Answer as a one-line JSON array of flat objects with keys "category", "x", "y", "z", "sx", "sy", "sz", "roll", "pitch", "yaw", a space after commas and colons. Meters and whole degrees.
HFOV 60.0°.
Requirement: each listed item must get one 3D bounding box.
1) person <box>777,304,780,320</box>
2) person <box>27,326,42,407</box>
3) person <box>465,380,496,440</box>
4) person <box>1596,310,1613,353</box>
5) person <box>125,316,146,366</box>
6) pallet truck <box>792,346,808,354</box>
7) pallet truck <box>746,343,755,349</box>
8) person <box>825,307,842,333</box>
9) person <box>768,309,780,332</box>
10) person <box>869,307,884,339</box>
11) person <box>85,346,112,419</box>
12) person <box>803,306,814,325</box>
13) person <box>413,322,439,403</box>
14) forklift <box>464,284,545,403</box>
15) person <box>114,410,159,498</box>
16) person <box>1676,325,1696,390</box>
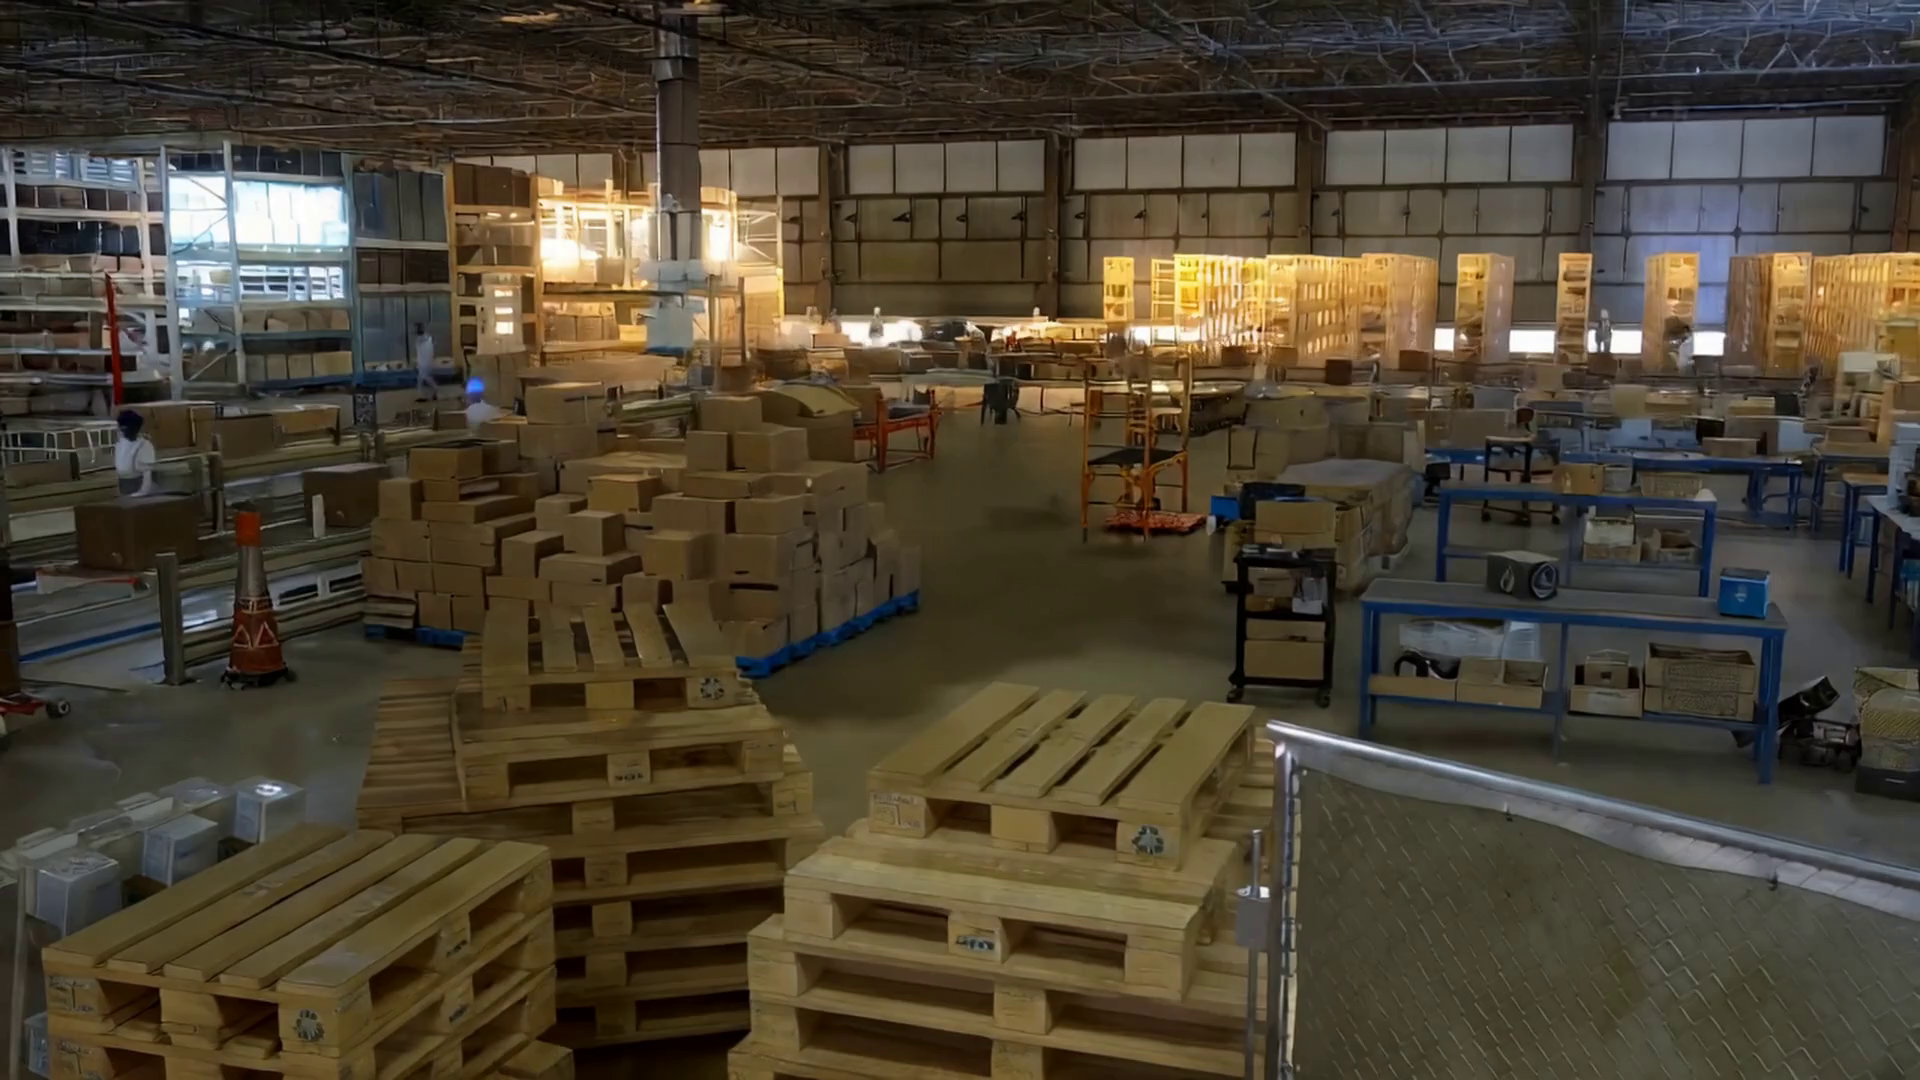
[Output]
[{"category": "person", "x": -7.168, "y": -8.396, "z": 65.874, "sx": 0.919, "sy": 1.896, "sz": 0.566, "roll": 3, "pitch": 9, "yaw": 18}, {"category": "person", "x": -21.121, "y": -3.923, "z": 37.808, "sx": 0.661, "sy": 1.889, "sz": 0.635, "roll": 3, "pitch": 10, "yaw": 20}, {"category": "person", "x": -6.026, "y": -1.133, "z": 20.803, "sx": 0.538, "sy": 1.719, "sz": 0.905, "roll": 5, "pitch": 10, "yaw": 29}, {"category": "person", "x": 22.453, "y": -7.106, "z": 57.973, "sx": 0.388, "sy": 1.837, "sz": 0.564, "roll": -8, "pitch": 12, "yaw": -40}, {"category": "person", "x": -24.956, "y": -5.853, "z": 50.179, "sx": 0.611, "sy": 1.806, "sz": 0.684, "roll": 4, "pitch": 10, "yaw": 22}, {"category": "pallet truck", "x": -3.705, "y": -4.298, "z": 42.022, "sx": 0.653, "sy": 1.274, "sz": 1.630, "roll": 3, "pitch": 10, "yaw": 20}, {"category": "pallet truck", "x": -6.183, "y": -4.618, "z": 44.264, "sx": 1.601, "sy": 1.201, "sz": 0.680, "roll": -9, "pitch": 12, "yaw": -43}, {"category": "person", "x": -4.400, "y": -7.134, "z": 57.823, "sx": 0.623, "sy": 1.953, "sz": 1.004, "roll": -1, "pitch": 9, "yaw": -6}, {"category": "person", "x": -6.995, "y": -7.774, "z": 62.388, "sx": 0.533, "sy": 1.767, "sz": 0.321, "roll": 6, "pitch": 11, "yaw": 32}, {"category": "person", "x": -2.933, "y": -7.136, "z": 57.872, "sx": 0.619, "sy": 1.931, "sz": 0.727, "roll": -6, "pitch": 11, "yaw": -34}, {"category": "person", "x": -17.780, "y": -3.209, "z": 34.281, "sx": 0.878, "sy": 1.589, "sz": 0.515, "roll": 3, "pitch": 10, "yaw": 20}, {"category": "person", "x": -5.921, "y": -8.443, "z": 66.487, "sx": 0.893, "sy": 1.808, "sz": 0.629, "roll": 0, "pitch": 9, "yaw": -3}, {"category": "person", "x": -12.738, "y": -4.206, "z": 39.496, "sx": 0.644, "sy": 1.919, "sz": 0.513, "roll": 7, "pitch": 11, "yaw": 36}, {"category": "forklift", "x": -10.832, "y": -4.702, "z": 39.610, "sx": 1.129, "sy": 2.768, "sz": 1.873, "roll": 3, "pitch": 10, "yaw": 20}, {"category": "person", "x": -8.450, "y": -0.480, "z": 16.904, "sx": 0.559, "sy": 1.657, "sz": 0.843, "roll": 4, "pitch": 10, "yaw": 23}, {"category": "person", "x": 17.657, "y": -4.339, "z": 40.656, "sx": 0.572, "sy": 1.812, "sz": 0.626, "roll": 6, "pitch": 11, "yaw": 32}]
